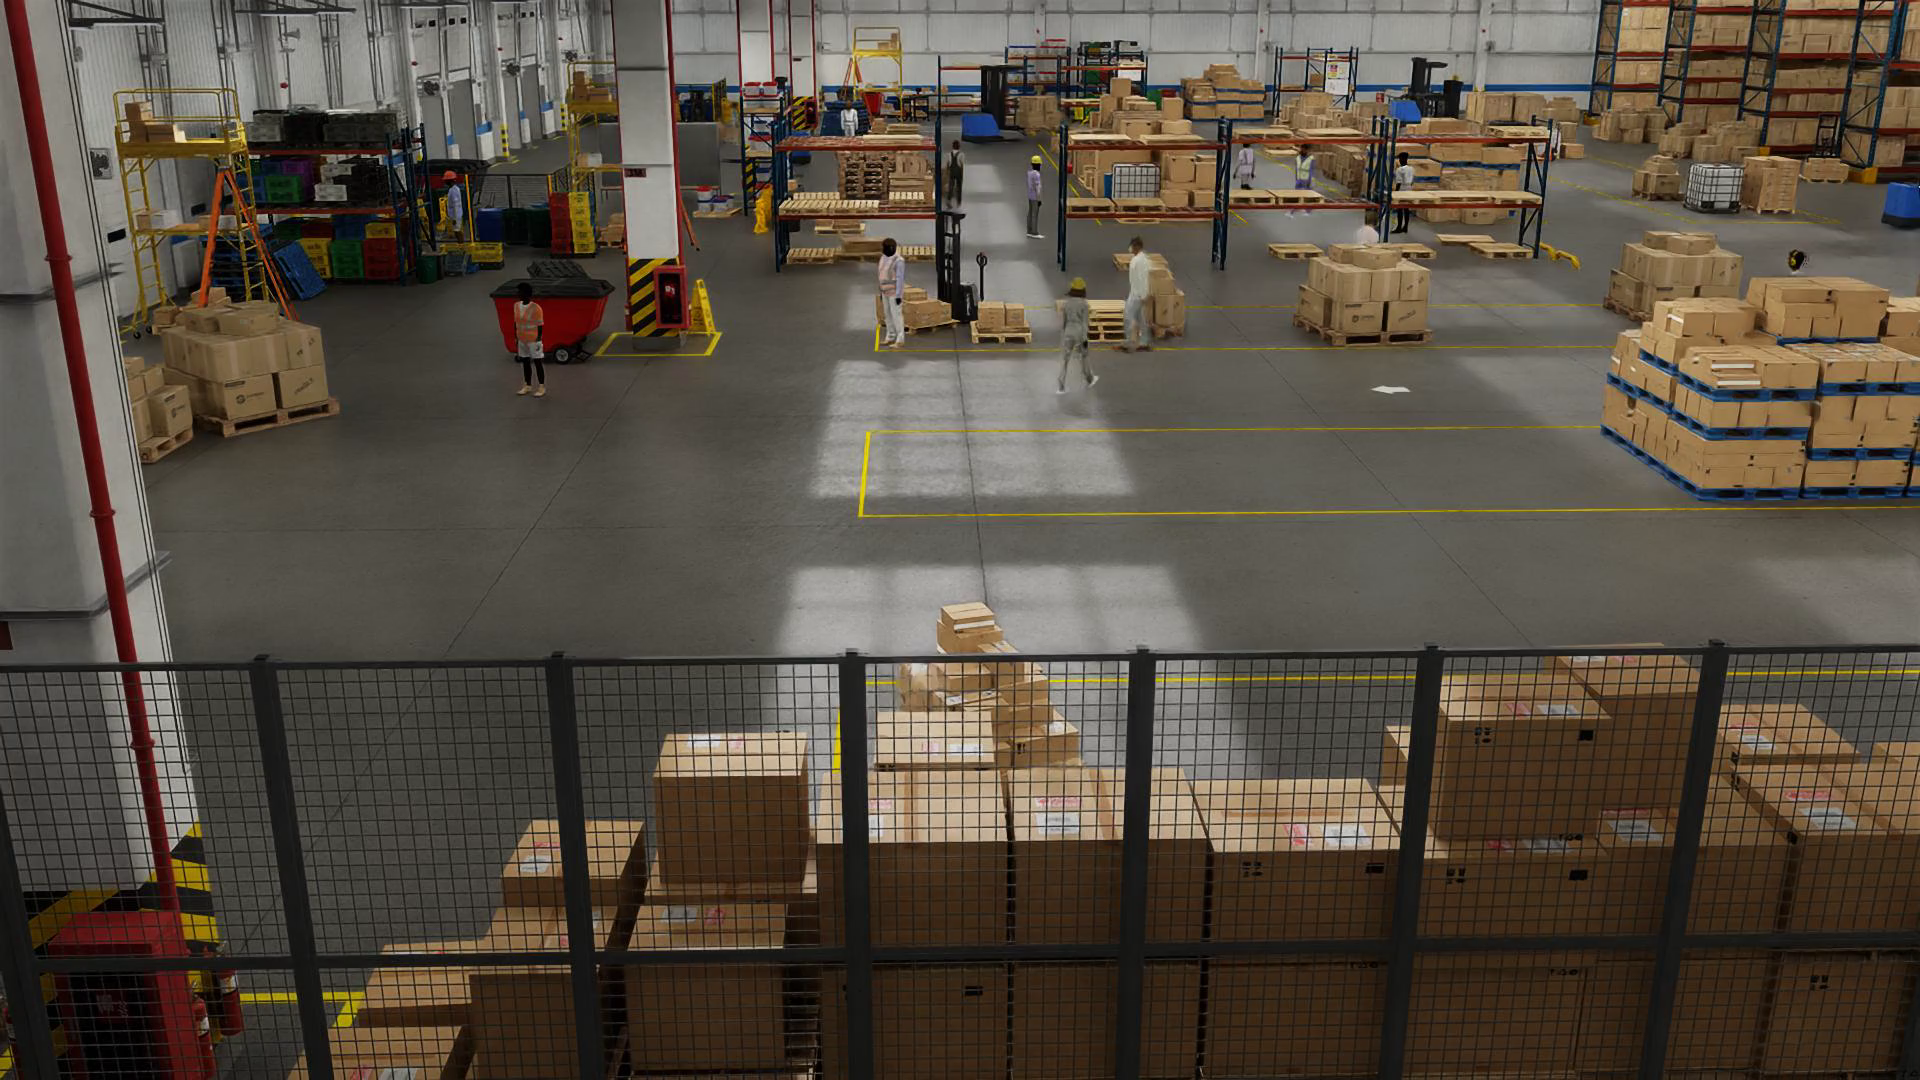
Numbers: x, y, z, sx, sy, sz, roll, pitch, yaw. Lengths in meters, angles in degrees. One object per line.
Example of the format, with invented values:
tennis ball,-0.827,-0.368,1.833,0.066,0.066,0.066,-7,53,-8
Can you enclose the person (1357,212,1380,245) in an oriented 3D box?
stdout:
person,7.388,-5.035,30.352,1.013,1.892,0.633,-7,20,-19

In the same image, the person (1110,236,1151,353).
person,2.806,-4.025,27.331,0.794,1.893,0.675,0,19,1

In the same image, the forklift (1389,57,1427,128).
forklift,18.867,-18.497,68.743,1.873,2.768,1.129,-1,19,-1

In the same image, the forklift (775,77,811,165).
forklift,-5.920,-13.893,55.085,1.873,2.768,1.129,-1,19,-1

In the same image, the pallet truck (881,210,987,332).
pallet truck,-0.493,-4.759,29.349,1.885,1.965,0.823,-13,23,-34

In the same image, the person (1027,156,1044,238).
person,1.777,-8.145,39.501,0.362,1.928,0.587,-8,20,-22

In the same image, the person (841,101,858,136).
person,-3.864,-14.387,58.169,0.582,1.828,0.992,0,19,-1

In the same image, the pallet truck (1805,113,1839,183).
pallet truck,26.403,-11.957,50.702,0.823,1.965,1.885,6,19,16

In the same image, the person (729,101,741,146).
person,-8.296,-15.338,61.291,0.401,1.624,0.528,0,19,0

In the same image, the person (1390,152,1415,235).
person,10.660,-8.355,40.077,0.603,1.959,0.390,-14,23,-35

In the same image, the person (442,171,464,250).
person,-11.063,-7.090,36.359,0.364,1.934,0.552,-4,19,-12

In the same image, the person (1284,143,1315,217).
person,8.785,-9.243,42.823,0.952,1.873,0.609,-16,24,-39

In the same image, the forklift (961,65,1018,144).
forklift,1.090,-16.329,62.311,1.873,2.768,1.129,-10,21,-28

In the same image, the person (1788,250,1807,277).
person,13.050,-3.639,26.242,0.569,1.851,0.551,-14,23,-35

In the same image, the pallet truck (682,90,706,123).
pallet truck,-9.671,-15.907,62.421,0.823,1.965,1.885,5,19,15

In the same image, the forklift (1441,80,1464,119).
forklift,15.644,-13.239,53.146,1.873,2.768,1.129,-1,19,-1

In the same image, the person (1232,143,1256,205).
person,7.636,-9.939,44.875,0.570,1.883,0.982,-15,24,-37

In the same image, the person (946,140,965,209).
person,-0.138,-9.826,44.671,0.522,1.817,0.866,6,19,16

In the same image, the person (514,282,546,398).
person,-6.333,-2.942,24.420,0.535,1.700,0.318,10,21,26

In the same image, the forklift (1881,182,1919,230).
forklift,24.028,-9.092,40.844,1.873,2.768,1.129,-1,19,-2

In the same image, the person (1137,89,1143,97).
person,6.914,-16.344,63.866,0.654,1.894,0.944,17,25,41

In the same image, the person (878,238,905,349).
person,-1.148,-4.109,27.687,0.430,1.834,0.621,-12,22,-31

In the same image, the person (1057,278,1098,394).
person,1.740,-3.051,24.754,0.503,1.691,0.928,12,22,32
